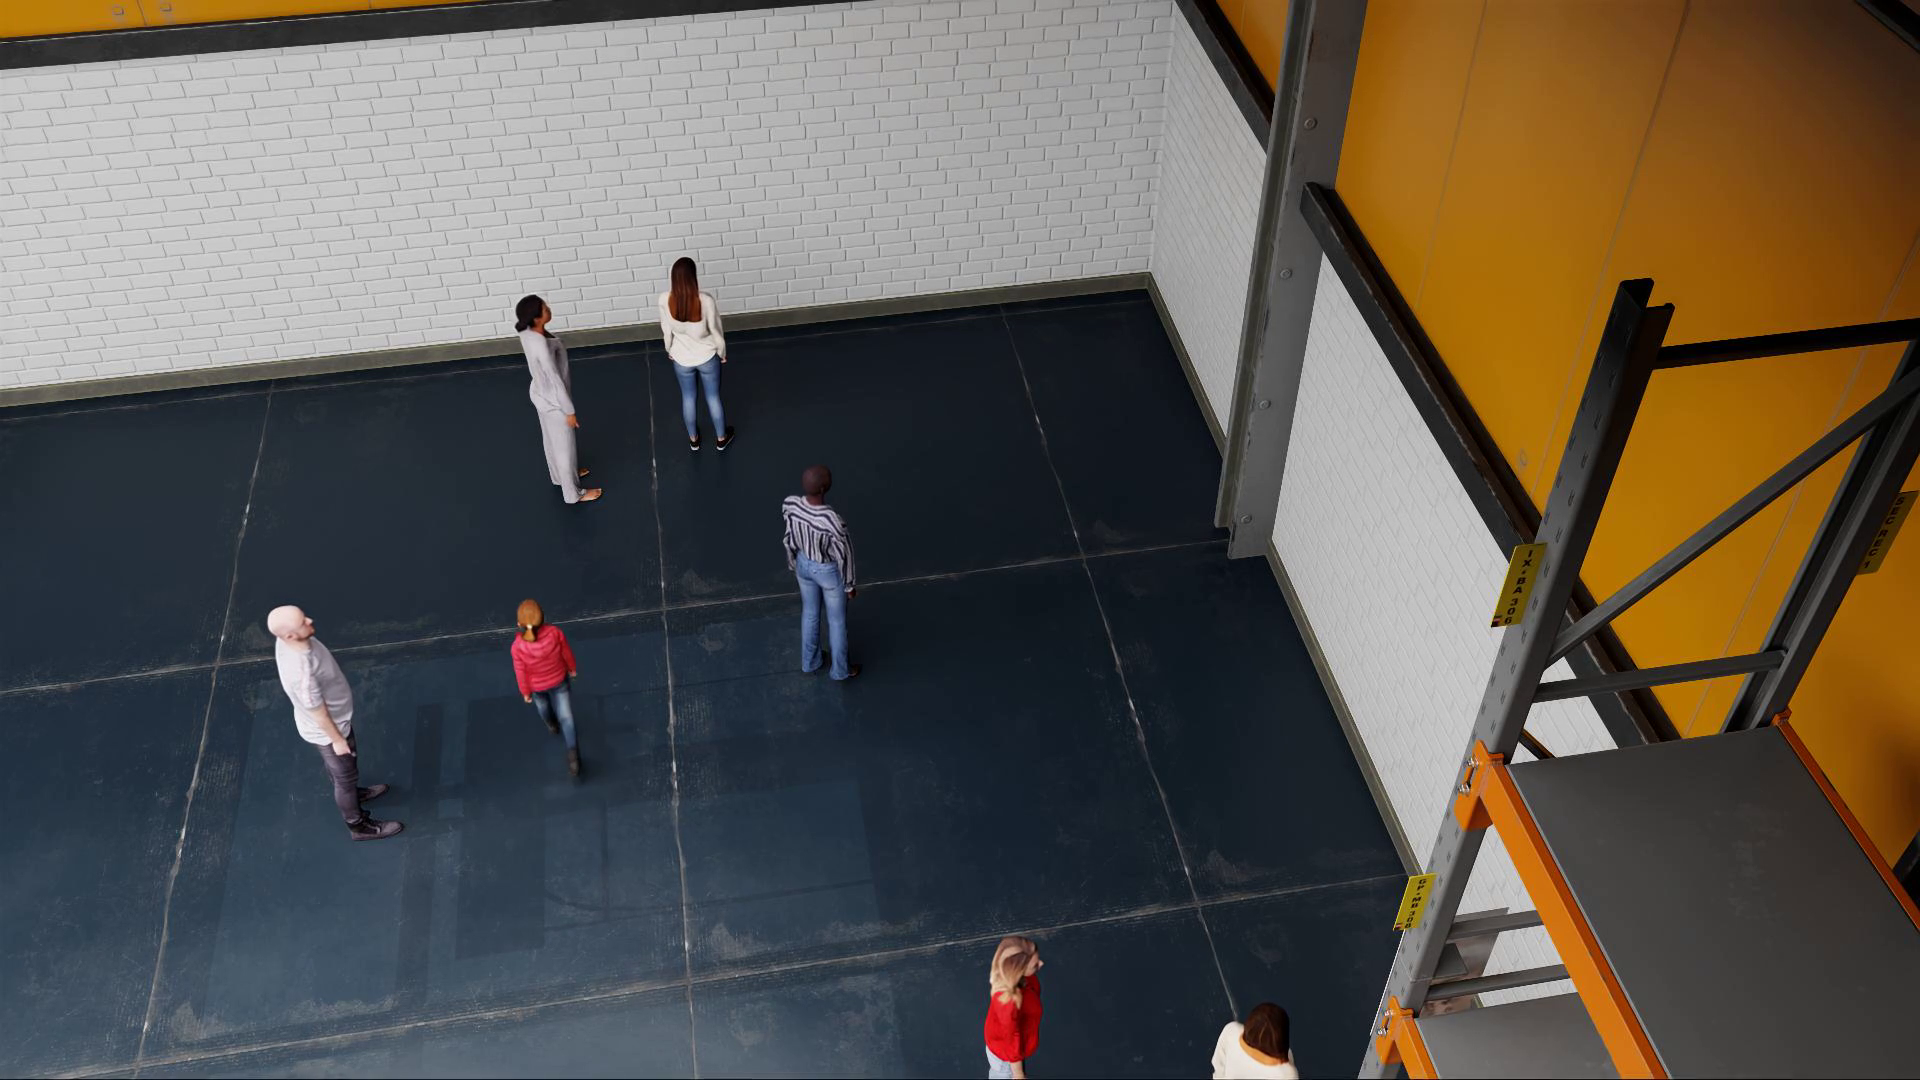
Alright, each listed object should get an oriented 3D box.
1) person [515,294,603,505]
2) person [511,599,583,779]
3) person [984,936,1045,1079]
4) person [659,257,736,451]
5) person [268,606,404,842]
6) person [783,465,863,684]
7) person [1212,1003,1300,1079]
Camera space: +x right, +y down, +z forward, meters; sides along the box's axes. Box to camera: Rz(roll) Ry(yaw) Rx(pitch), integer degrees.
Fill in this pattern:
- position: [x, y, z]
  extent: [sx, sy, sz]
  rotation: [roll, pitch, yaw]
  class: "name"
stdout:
- position: [-2.925, -1.019, 11.924]
  extent: [0.760, 1.735, 0.614]
  rotation: [-23, 48, -22]
  class: "person"
- position: [-2.506, 0.920, 10.212]
  extent: [0.663, 1.290, 0.961]
  rotation: [-16, 46, -16]
  class: "person"
- position: [0.250, 2.483, 8.270]
  extent: [0.710, 1.705, 0.504]
  rotation: [0, 44, 0]
  class: "person"
- position: [-1.951, -1.368, 12.322]
  extent: [0.667, 1.692, 0.626]
  rotation: [3, 44, 3]
  class: "person"
- position: [-3.695, 1.047, 9.686]
  extent: [0.780, 1.832, 0.620]
  rotation: [-18, 46, -18]
  class: "person"
- position: [-0.878, 0.224, 10.576]
  extent: [0.715, 1.794, 0.755]
  rotation: [22, 48, 21]
  class: "person"
- position: [1.392, 2.728, 8.029]
  extent: [0.674, 1.683, 0.757]
  rotation: [32, 52, 29]
  class: "person"
